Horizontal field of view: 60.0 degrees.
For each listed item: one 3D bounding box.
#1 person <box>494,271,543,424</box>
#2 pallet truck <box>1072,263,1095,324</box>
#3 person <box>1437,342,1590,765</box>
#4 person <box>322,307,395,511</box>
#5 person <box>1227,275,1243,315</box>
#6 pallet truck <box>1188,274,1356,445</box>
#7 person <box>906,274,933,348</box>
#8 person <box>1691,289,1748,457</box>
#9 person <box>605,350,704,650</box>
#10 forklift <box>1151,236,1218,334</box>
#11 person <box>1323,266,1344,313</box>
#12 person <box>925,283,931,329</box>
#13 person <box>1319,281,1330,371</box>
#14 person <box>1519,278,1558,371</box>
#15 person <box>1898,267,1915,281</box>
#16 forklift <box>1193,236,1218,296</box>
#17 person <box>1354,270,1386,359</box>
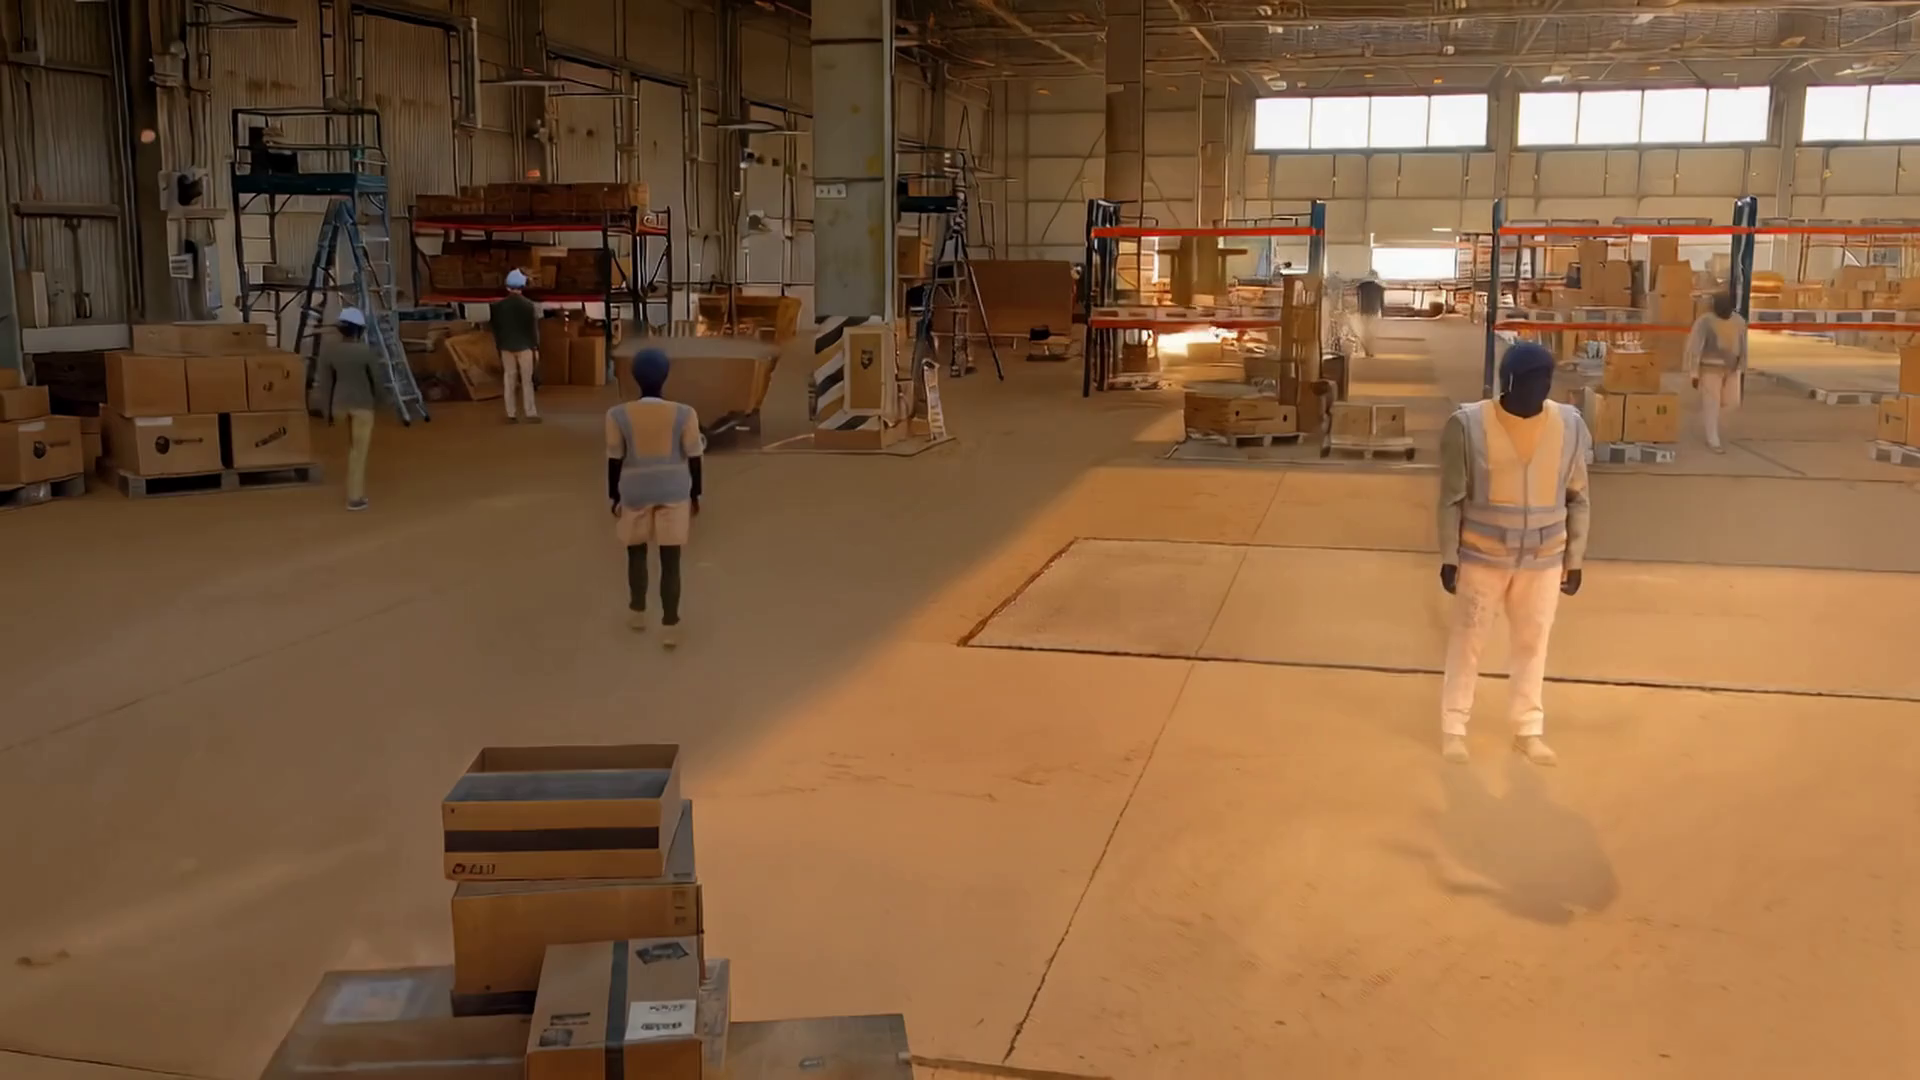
[{"bbox_3d":[-5.793,-2.517,21.821,0.611,1.996,0.379,2,10,13],"label":"person"},{"bbox_3d":[4.325,-8.180,55.162,0.823,1.965,1.885,6,11,31],"label":"pallet truck"},{"bbox_3d":[2.354,0.073,7.103,0.639,1.832,0.431,1,10,3],"label":"person"},{"bbox_3d":[-5.211,-1.140,14.466,0.533,1.745,0.676,2,10,11],"label":"person"},{"bbox_3d":[8.607,-7.474,52.056,0.513,1.642,0.313,6,11,31],"label":"person"},{"bbox_3d":[3.653,-2.138,19.590,1.885,1.965,0.823,-4,10,-20],"label":"pallet truck"},{"bbox_3d":[-0.825,-4.385,33.165,0.673,1.878,0.391,6,11,30],"label":"person"},{"bbox_3d":[8.349,-1.843,18.342,0.646,1.830,0.533,-1,10,-7],"label":"person"},{"bbox_3d":[-1.727,-0.247,9.450,0.553,1.648,0.857,-2,10,-11],"label":"person"},{"bbox_3d":[6.373,-7.202,46.811,1.873,2.768,1.129,0,10,-1],"label":"forklift"},{"bbox_3d":[11.259,-7.288,50.133,0.665,1.914,0.723,6,11,30],"label":"person"},{"bbox_3d":[-0.918,-7.353,50.513,0.576,1.919,0.535,7,12,37],"label":"person"},{"bbox_3d":[6.874,-4.085,31.827,0.485,1.737,0.325,-4,10,-22],"label":"person"},{"bbox_3d":[10.774,-3.995,31.119,0.525,1.793,0.955,-5,11,-28],"label":"person"},{"bbox_3d":[28.528,-7.266,50.068,0.606,1.902,0.593,-1,10,-3],"label":"person"},{"bbox_3d":[7.487,-7.833,50.525,1.873,2.768,1.129,-2,10,-13],"label":"forklift"},{"bbox_3d":[8.867,-4.840,35.742,0.666,1.909,0.791,9,13,42],"label":"person"}]
